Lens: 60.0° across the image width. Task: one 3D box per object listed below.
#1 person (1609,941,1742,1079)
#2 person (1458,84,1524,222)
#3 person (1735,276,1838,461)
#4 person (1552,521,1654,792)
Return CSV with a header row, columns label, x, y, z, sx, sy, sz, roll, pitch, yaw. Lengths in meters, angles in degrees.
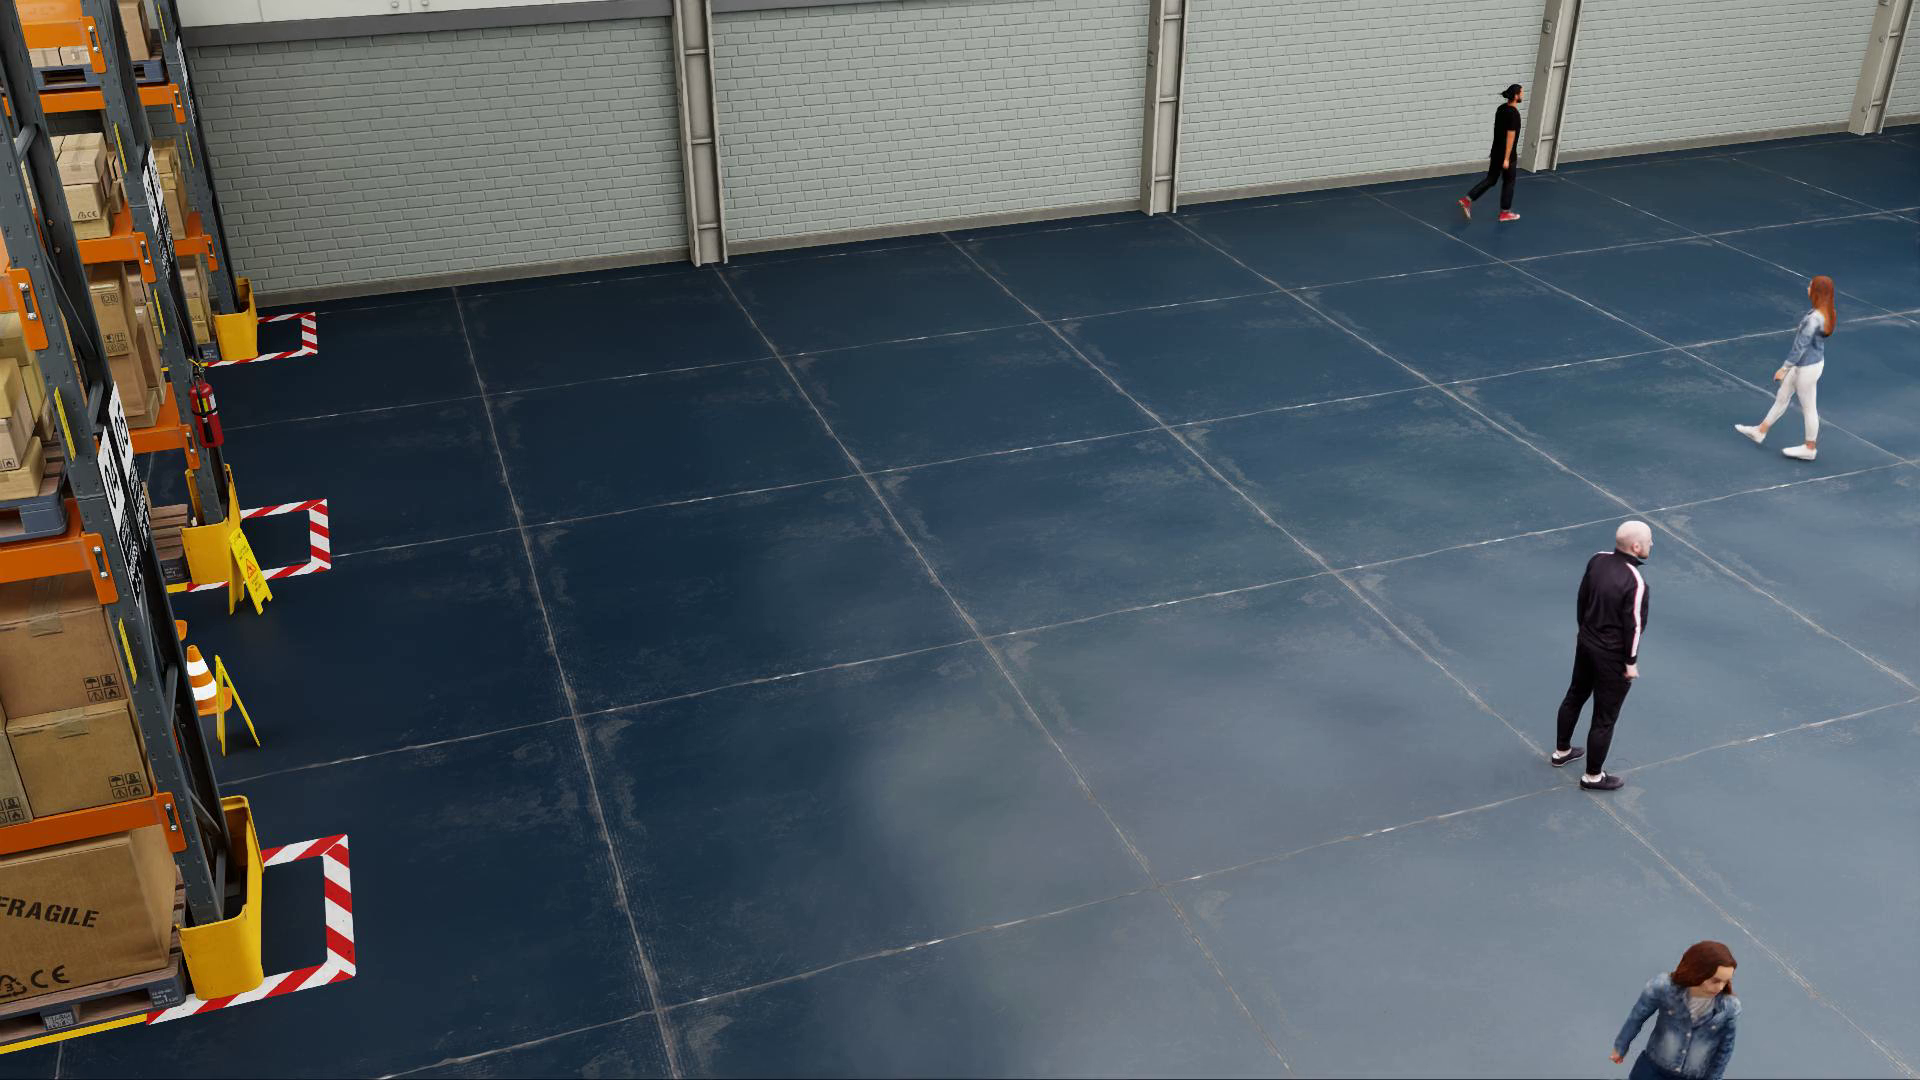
label,x,y,z,sx,sy,sz,roll,pitch,yaw
person,3.276,2.399,7.697,0.788,1.465,0.867,18,33,30
person,6.803,-4.886,21.084,1.099,1.739,0.759,-5,28,-9
person,7.619,-1.489,14.775,1.014,1.673,1.013,17,33,29
person,4.048,0.713,10.470,0.566,1.834,0.673,-9,29,-16
